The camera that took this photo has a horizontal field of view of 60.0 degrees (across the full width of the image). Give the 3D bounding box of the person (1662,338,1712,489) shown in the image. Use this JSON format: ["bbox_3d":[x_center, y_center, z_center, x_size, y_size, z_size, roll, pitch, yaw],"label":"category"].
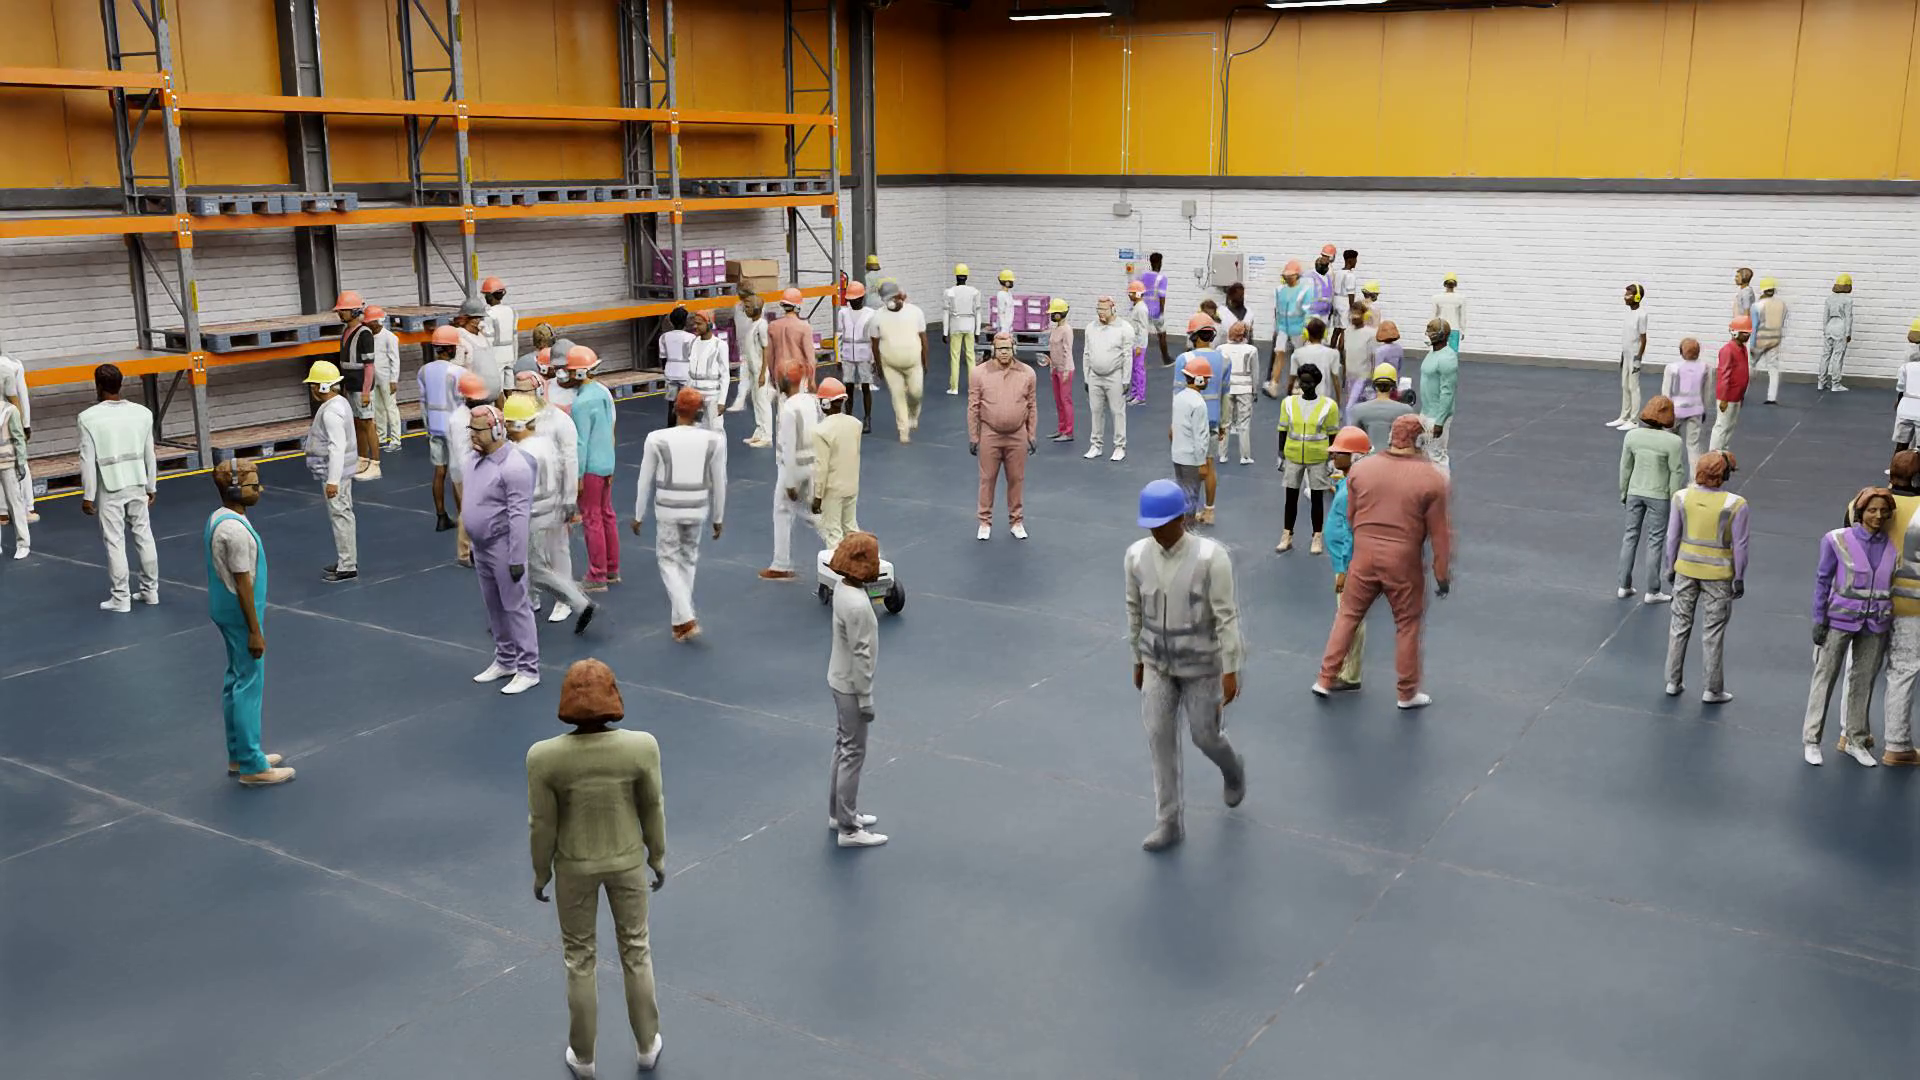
[{"bbox_3d":[7.664,-1.336,17.584,0.537,1.592,0.876,2,13,7],"label":"person"}]

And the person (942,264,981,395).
[{"bbox_3d":[0.017,-3.105,24.558,0.589,1.920,0.414,-4,14,-18],"label":"person"}]

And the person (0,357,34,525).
[{"bbox_3d":[-9.172,-1.089,15.866,0.343,1.885,0.583,9,16,36],"label":"person"}]

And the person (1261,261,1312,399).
[{"bbox_3d":[4.754,-3.030,24.051,0.623,1.982,1.066,10,17,38],"label":"person"}]

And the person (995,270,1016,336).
[{"bbox_3d":[0.704,-3.257,25.538,0.309,1.769,0.523,3,13,15],"label":"person"}]

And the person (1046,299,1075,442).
[{"bbox_3d":[1.228,-2.091,20.500,0.337,1.757,0.518,-5,14,-20],"label":"person"}]

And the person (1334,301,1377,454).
[{"bbox_3d":[4.711,-1.909,19.566,0.873,1.833,0.530,-8,15,-30],"label":"person"}]

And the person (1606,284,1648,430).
[{"bbox_3d":[8.607,-2.342,21.336,0.333,1.872,0.515,0,13,-1],"label":"person"}]

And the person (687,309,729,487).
[{"bbox_3d":[-2.694,-1.512,17.711,0.574,1.883,0.356,10,16,38],"label":"person"}]

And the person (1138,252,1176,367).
[{"bbox_3d":[3.185,-3.783,27.492,0.616,1.921,1.013,13,18,44],"label":"person"}]

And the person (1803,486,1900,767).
[{"bbox_3d":[5.138,0.494,9.537,0.512,1.642,0.312,1,13,5],"label":"person"}]

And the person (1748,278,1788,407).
[{"bbox_3d":[11.326,-2.805,23.525,0.608,1.785,0.931,-2,13,-7],"label":"person"}]

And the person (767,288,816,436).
[{"bbox_3d":[-1.909,-1.878,19.051,0.608,1.996,0.380,6,14,26],"label":"person"}]

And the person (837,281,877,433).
[{"bbox_3d":[-1.307,-2.306,21.056,0.543,1.927,0.375,3,13,14],"label":"person"}]

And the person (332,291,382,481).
[{"bbox_3d":[-6.538,-1.664,18.018,0.370,2.044,0.608,-12,17,-42],"label":"person"}]

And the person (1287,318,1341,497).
[{"bbox_3d":[3.676,-1.399,17.367,0.548,1.813,0.990,1,13,4],"label":"person"}]

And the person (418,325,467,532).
[{"bbox_3d":[-4.749,-1.028,15.489,0.546,1.939,0.375,6,14,25],"label":"person"}]

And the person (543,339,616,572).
[{"bbox_3d":[-3.146,-0.611,13.454,0.688,2.000,0.536,0,13,2],"label":"person"}]

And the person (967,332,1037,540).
[{"bbox_3d":[0.395,-0.947,15.205,0.651,1.906,0.409,-2,13,-8],"label":"person"}]

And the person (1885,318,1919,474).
[{"bbox_3d":[10.486,-1.572,18.273,0.484,1.746,0.291,-5,14,-21],"label":"person"}]

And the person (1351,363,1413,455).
[{"bbox_3d":[3.572,-0.623,14.137,0.527,1.760,0.337,6,14,25],"label":"person"}]

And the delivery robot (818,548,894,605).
[{"bbox_3d":[-0.813,0.232,12.851,0.477,0.478,0.707,-8,15,-31],"label":"delivery robot"}]

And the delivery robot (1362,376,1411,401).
[{"bbox_3d":[5.929,-2.147,23.169,0.707,0.478,0.477,-7,14,-27],"label":"delivery robot"}]

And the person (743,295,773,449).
[{"bbox_3d":[-2.439,-2.026,20.023,0.332,1.843,0.518,-5,14,-21],"label":"person"}]

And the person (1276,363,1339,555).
[{"bbox_3d":[3.049,-0.713,14.650,0.540,1.695,0.317,6,14,23],"label":"person"}]

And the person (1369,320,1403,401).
[{"bbox_3d":[4.861,-1.688,19.019,0.507,1.633,0.276,-12,18,-43],"label":"person"}]

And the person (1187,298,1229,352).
[{"bbox_3d":[2.974,-2.020,20.062,0.552,1.828,0.910,4,14,17],"label":"person"}]

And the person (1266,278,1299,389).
[{"bbox_3d":[4.926,-3.124,24.895,0.481,1.802,0.981,-5,14,-21],"label":"person"}]

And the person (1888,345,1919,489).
[{"bbox_3d":[9.820,-1.252,17.020,0.319,1.686,0.539,-7,15,-27],"label":"person"}]

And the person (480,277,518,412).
[{"bbox_3d":[-5.606,-2.158,20.162,0.382,2.041,0.616,6,14,23],"label":"person"}]

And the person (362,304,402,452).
[{"bbox_3d":[-6.906,-1.925,19.791,0.563,1.749,0.333,8,15,32],"label":"person"}]

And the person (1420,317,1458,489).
[{"bbox_3d":[4.625,-1.197,16.222,0.372,1.940,0.630,0,13,-1],"label":"person"}]

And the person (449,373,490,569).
[{"bbox_3d":[-4.099,-0.574,14.017,0.503,1.705,0.592,3,13,13],"label":"person"}]

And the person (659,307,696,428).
[{"bbox_3d":[-3.357,-1.952,20.027,0.533,1.698,0.318,5,14,21],"label":"person"}]

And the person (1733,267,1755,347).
[{"bbox_3d":[11.686,-3.146,24.880,0.346,1.845,0.505,6,14,23],"label":"person"}]

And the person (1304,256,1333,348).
[{"bbox_3d":[6.005,-3.816,27.824,0.628,1.835,0.430,-12,18,-42],"label":"person"}]

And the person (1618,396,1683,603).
[{"bbox_3d":[5.440,-0.325,13.109,0.281,1.631,0.504,-9,16,-35],"label":"person"}]
